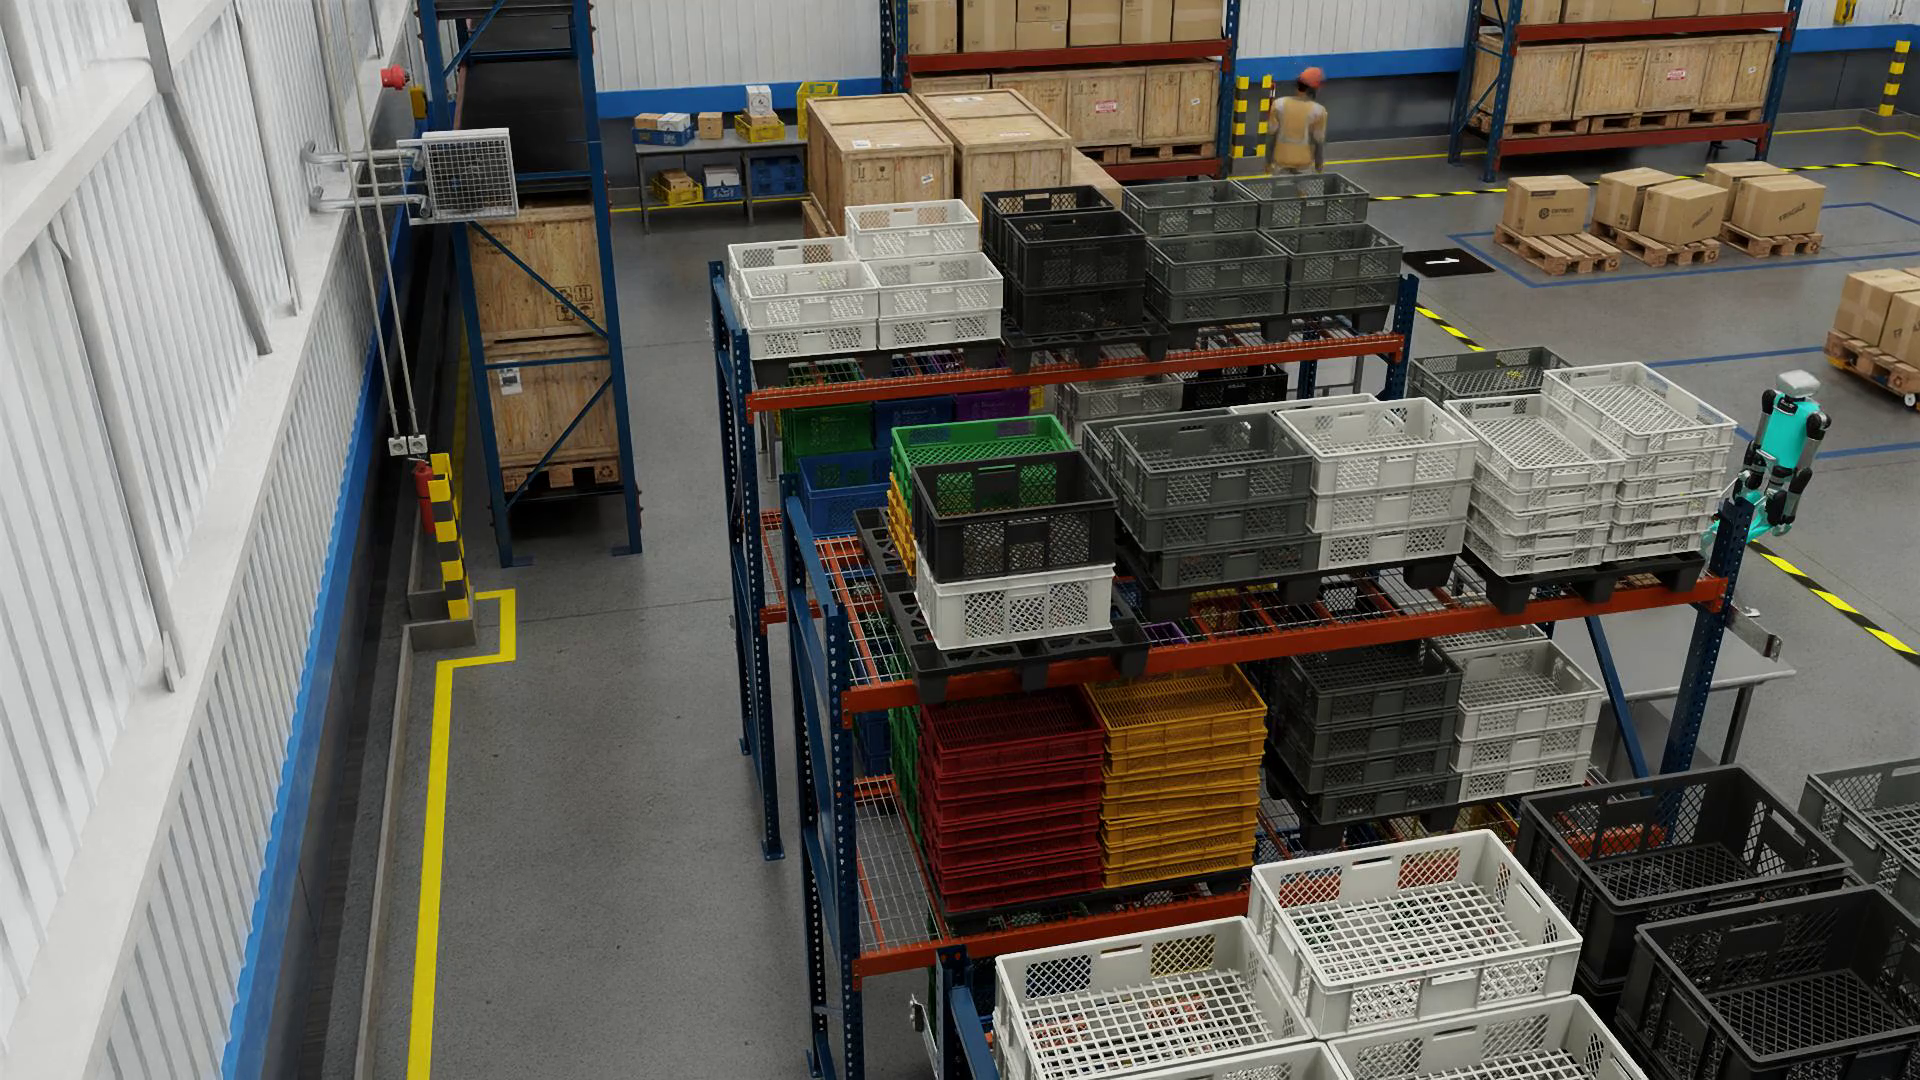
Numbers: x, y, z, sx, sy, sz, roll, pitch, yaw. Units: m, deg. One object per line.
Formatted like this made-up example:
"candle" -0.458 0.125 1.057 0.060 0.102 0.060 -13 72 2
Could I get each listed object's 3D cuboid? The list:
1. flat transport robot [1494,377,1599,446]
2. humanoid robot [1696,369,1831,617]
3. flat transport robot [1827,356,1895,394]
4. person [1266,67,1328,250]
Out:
"flat transport robot" 4.780 -1.036 14.013 0.659 0.231 1.431 -6 28 -12
"humanoid robot" 5.108 -0.276 10.850 0.735 1.677 0.533 -7 29 -13
"flat transport robot" 8.484 -1.445 14.757 0.652 0.197 1.431 -6 28 -12
"person" 3.603 -4.059 17.917 0.638 2.020 0.383 10 29 18
